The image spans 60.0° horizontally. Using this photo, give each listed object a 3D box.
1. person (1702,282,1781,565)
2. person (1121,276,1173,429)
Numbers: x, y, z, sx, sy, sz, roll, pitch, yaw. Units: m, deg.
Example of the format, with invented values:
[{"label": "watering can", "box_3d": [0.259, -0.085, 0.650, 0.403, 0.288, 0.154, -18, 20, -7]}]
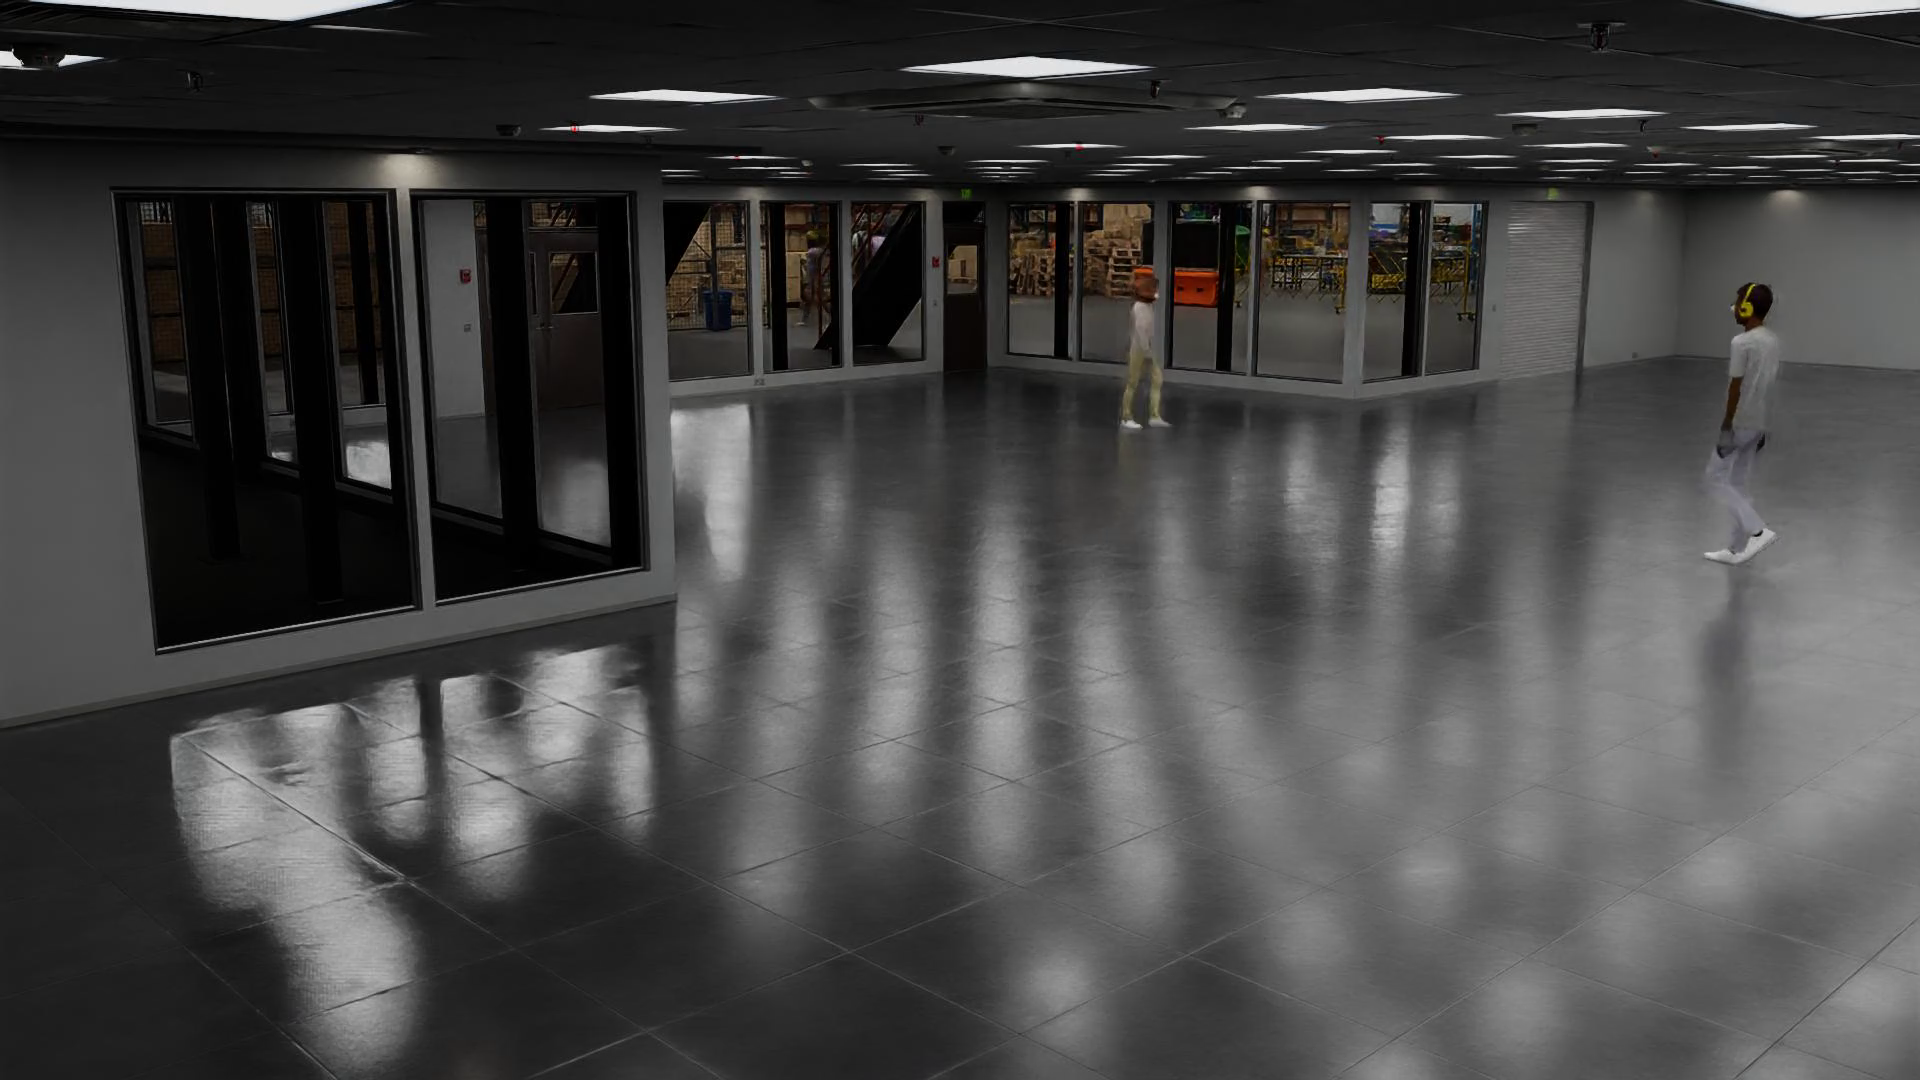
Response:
[{"label": "person", "box_3d": [5.090, -0.730, 10.771, 0.544, 1.852, 0.449, -8, 14, -36]}, {"label": "person", "box_3d": [1.992, -1.959, 17.519, 0.659, 1.606, 0.501, 6, 13, 27]}]
